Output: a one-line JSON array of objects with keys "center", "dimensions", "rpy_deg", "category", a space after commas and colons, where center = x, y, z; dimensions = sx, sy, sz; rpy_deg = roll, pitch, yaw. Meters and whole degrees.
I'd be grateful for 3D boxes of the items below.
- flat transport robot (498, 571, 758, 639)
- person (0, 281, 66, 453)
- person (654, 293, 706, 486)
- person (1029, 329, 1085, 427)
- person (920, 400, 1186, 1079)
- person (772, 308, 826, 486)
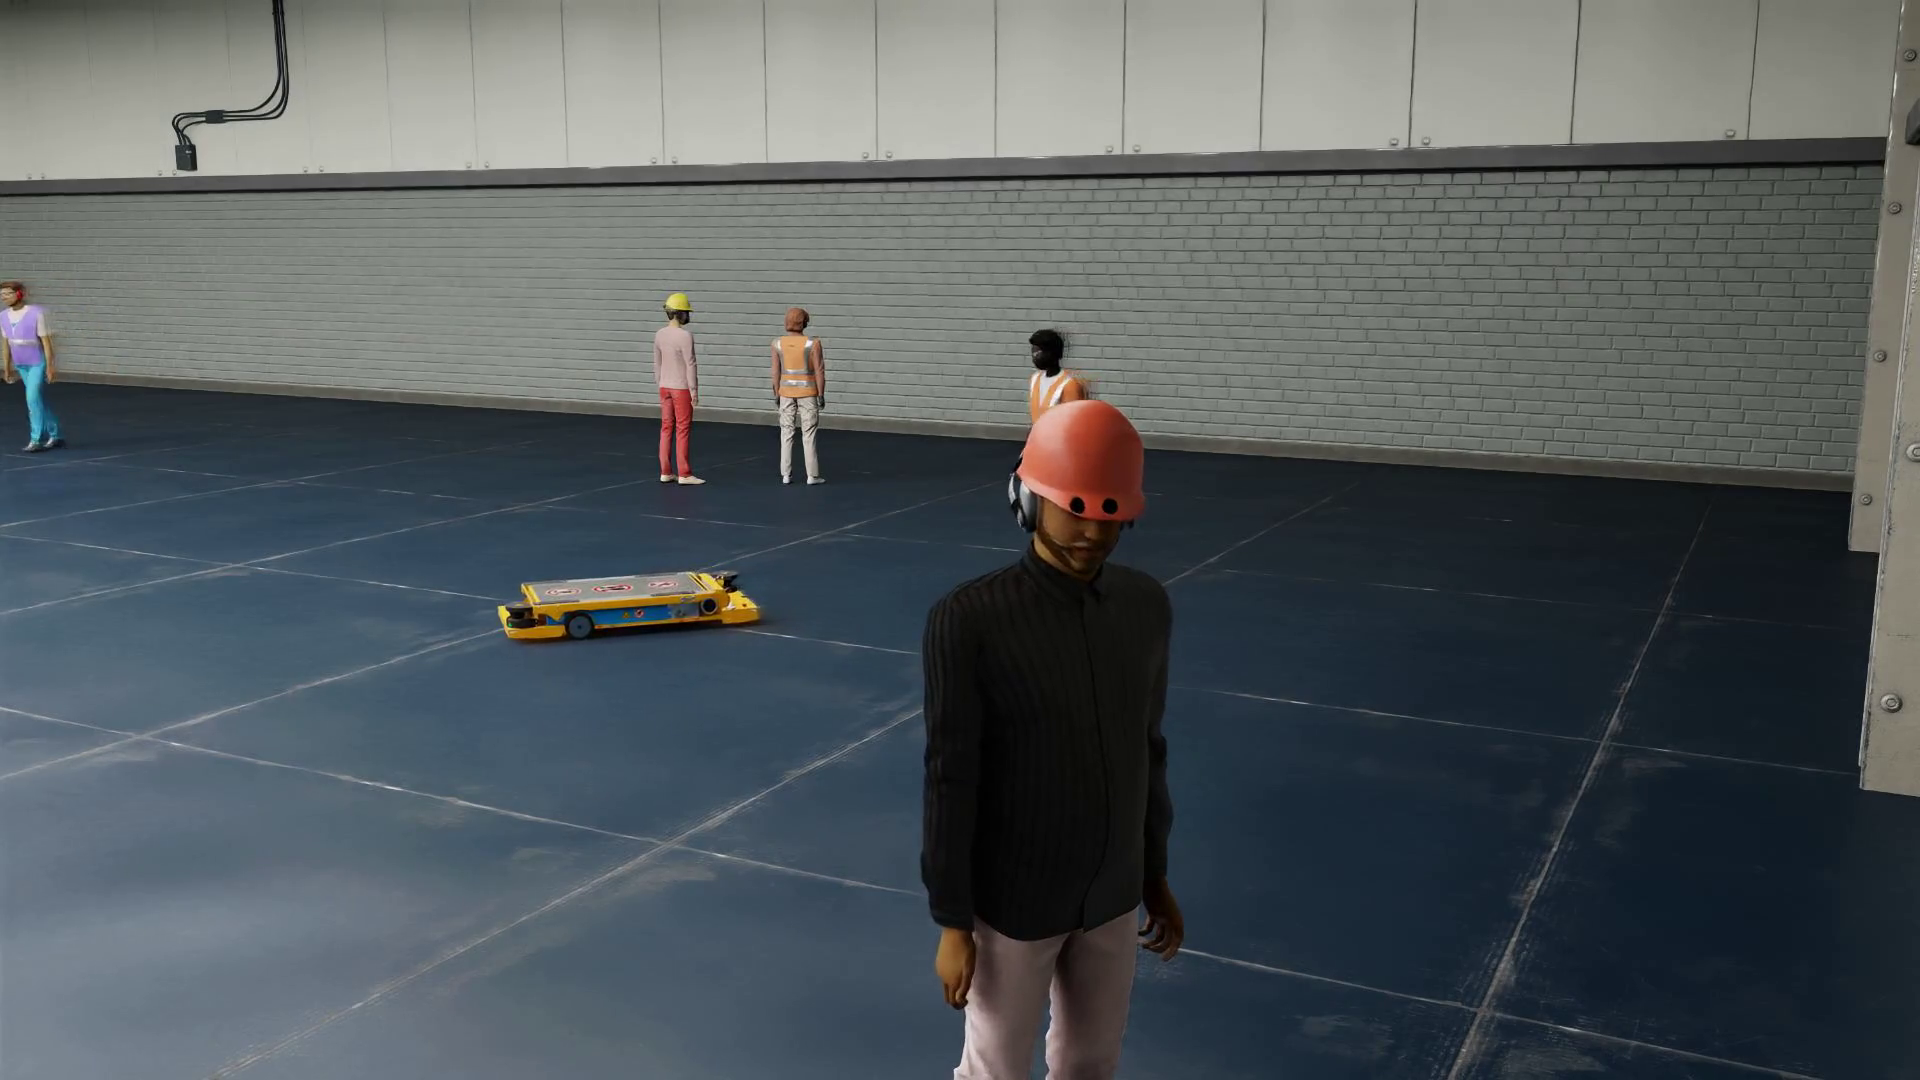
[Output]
[{"center": [-1.972, 0.371, 9.848], "dimensions": [1.431, 0.197, 0.652], "rpy_deg": [-4, 11, -20], "category": "flat transport robot"}, {"center": [-9.888, -1.836, 17.681], "dimensions": [0.614, 1.808, 0.786], "rpy_deg": [4, 11, 19], "category": "person"}, {"center": [-2.595, -1.386, 15.358], "dimensions": [0.533, 1.766, 0.318], "rpy_deg": [9, 14, 41], "category": "person"}, {"center": [0.624, -0.574, 11.170], "dimensions": [0.494, 1.664, 0.601], "rpy_deg": [-7, 13, -34], "category": "person"}, {"center": [0.203, 0.709, 3.331], "dimensions": [0.609, 1.985, 0.392], "rpy_deg": [-7, 13, -35], "category": "person"}, {"center": [-1.481, -1.312, 15.302], "dimensions": [0.512, 1.638, 0.307], "rpy_deg": [3, 11, 15], "category": "person"}]
